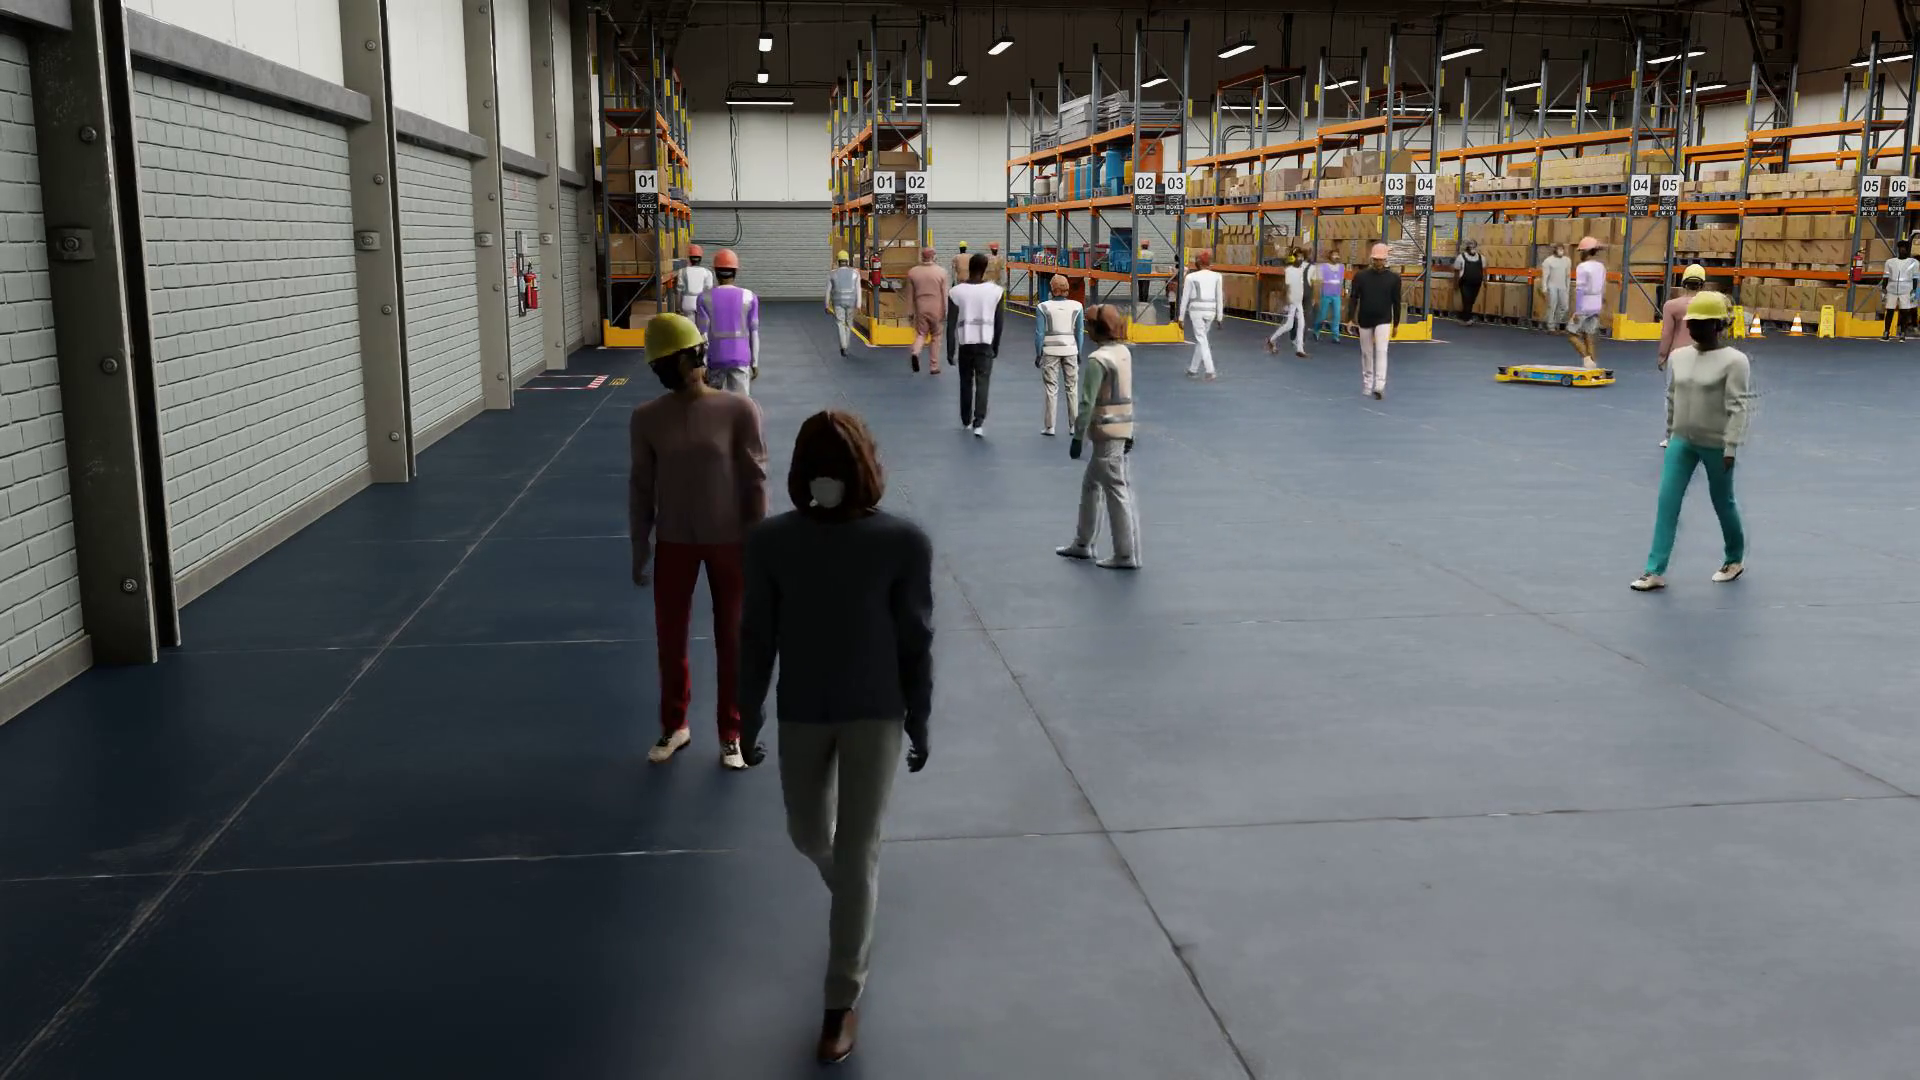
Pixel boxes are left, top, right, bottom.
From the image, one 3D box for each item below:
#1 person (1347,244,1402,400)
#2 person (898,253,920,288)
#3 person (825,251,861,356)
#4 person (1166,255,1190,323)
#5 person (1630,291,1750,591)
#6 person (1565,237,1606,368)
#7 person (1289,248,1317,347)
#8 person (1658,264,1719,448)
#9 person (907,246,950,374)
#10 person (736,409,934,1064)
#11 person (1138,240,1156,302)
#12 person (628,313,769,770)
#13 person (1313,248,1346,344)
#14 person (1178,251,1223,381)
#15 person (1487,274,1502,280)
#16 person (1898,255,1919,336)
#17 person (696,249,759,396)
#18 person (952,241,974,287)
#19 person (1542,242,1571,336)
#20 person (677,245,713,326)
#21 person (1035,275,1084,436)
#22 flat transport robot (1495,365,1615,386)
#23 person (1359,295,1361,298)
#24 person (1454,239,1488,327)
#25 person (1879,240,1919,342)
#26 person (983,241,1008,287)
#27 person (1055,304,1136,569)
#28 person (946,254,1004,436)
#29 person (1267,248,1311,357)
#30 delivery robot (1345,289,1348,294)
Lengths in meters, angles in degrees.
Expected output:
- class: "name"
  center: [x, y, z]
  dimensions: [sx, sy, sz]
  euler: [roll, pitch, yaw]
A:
- class: "person"
  center: [5.214, -2.747, 20.951]
  dimensions: [0.631, 1.938, 1.045]
  euler: [4, 11, 20]
- class: "person"
  center: [-1.377, -7.088, 44.587]
  dimensions: [0.639, 1.982, 1.058]
  euler: [-2, 11, -11]
- class: "person"
  center: [-2.007, -4.062, 28.562]
  dimensions: [0.607, 1.792, 0.915]
  euler: [-3, 11, -14]
- class: "person"
  center: [4.759, -5.424, 36.362]
  dimensions: [0.544, 1.637, 0.906]
  euler: [1, 10, 4]
- class: "person"
  center: [4.306, -0.574, 9.616]
  dimensions: [0.898, 1.722, 0.536]
  euler: [-7, 12, -33]
- class: "person"
  center: [8.871, -3.279, 23.601]
  dimensions: [0.643, 2.022, 0.428]
  euler: [-8, 13, -36]
- class: "person"
  center: [6.360, -4.516, 30.976]
  dimensions: [0.526, 1.805, 0.881]
  euler: [1, 10, 4]
- class: "person"
  center: [6.980, -1.752, 15.954]
  dimensions: [0.533, 1.767, 0.324]
  euler: [2, 11, 12]
- class: "person"
  center: [-0.463, -3.371, 24.490]
  dimensions: [0.649, 1.890, 0.564]
  euler: [3, 11, 18]
- class: "person"
  center: [-0.312, 0.446, 4.342]
  dimensions: [0.507, 1.605, 0.740]
  euler: [2, 10, 9]
- class: "person"
  center: [5.341, -7.687, 48.024]
  dimensions: [0.646, 1.939, 1.047]
  euler: [2, 10, 8]
- class: "person"
  center: [-0.994, 0.014, 6.378]
  dimensions: [0.550, 1.735, 0.377]
  euler: [1, 10, 3]
- class: "person"
  center: [7.074, -4.682, 31.875]
  dimensions: [0.578, 1.822, 0.851]
  euler: [-3, 11, -14]
- class: "person"
  center: [3.423, -3.170, 23.555]
  dimensions: [0.596, 1.837, 1.000]
  euler: [-4, 11, -20]
- class: "person"
  center: [14.341, -7.114, 44.871]
  dimensions: [0.627, 1.940, 0.372]
  euler: [-1, 10, -8]
- class: "person"
  center: [19.647, -5.041, 34.272]
  dimensions: [0.530, 1.664, 0.825]
  euler: [-1, 10, -7]
- class: "person"
  center: [-2.038, -1.580, 14.603]
  dimensions: [0.548, 1.910, 0.736]
  euler: [-2, 10, -9]
- class: "person"
  center: [0.095, -6.575, 41.977]
  dimensions: [0.609, 1.918, 0.400]
  euler: [-1, 10, -5]
- class: "person"
  center: [12.224, -5.131, 34.049]
  dimensions: [0.651, 1.918, 0.457]
  euler: [-2, 11, -11]
- class: "person"
  center: [-4.108, -3.619, 25.839]
  dimensions: [0.553, 1.905, 0.952]
  euler: [-3, 11, -14]
- class: "person"
  center: [1.016, -1.879, 16.991]
  dimensions: [0.513, 1.642, 0.313]
  euler: [-2, 10, -9]
- class: "flat transport robot"
  center: [8.217, -2.284, 22.969]
  dimensions: [1.431, 0.197, 0.652]
  euler: [10, 14, 44]
- class: "person"
  center: [10.076, -6.469, 41.440]
  dimensions: [0.552, 1.911, 0.899]
  euler: [-2, 11, -10]
- class: "person"
  center: [11.600, -5.850, 37.663]
  dimensions: [0.690, 2.000, 1.055]
  euler: [-2, 10, -9]
- class: "person"
  center: [18.094, -4.788, 32.047]
  dimensions: [0.614, 1.963, 0.361]
  euler: [8, 13, 38]
- class: "person"
  center: [0.901, -6.640, 42.347]
  dimensions: [0.682, 1.908, 0.521]
  euler: [-4, 11, -23]
- class: "person"
  center: [0.800, -0.632, 10.202]
  dimensions: [0.700, 1.609, 0.546]
  euler: [5, 11, 25]
- class: "person"
  center: [0.157, -2.013, 17.178]
  dimensions: [0.587, 1.850, 1.081]
  euler: [0, 10, -1]
- class: "person"
  center: [5.622, -4.028, 28.230]
  dimensions: [0.517, 1.846, 0.770]
  euler: [-9, 14, -41]
- class: "delivery robot"
  center: [11.575, -7.270, 49.265]
  dimensions: [0.707, 0.478, 0.477]
  euler: [-6, 12, -31]
